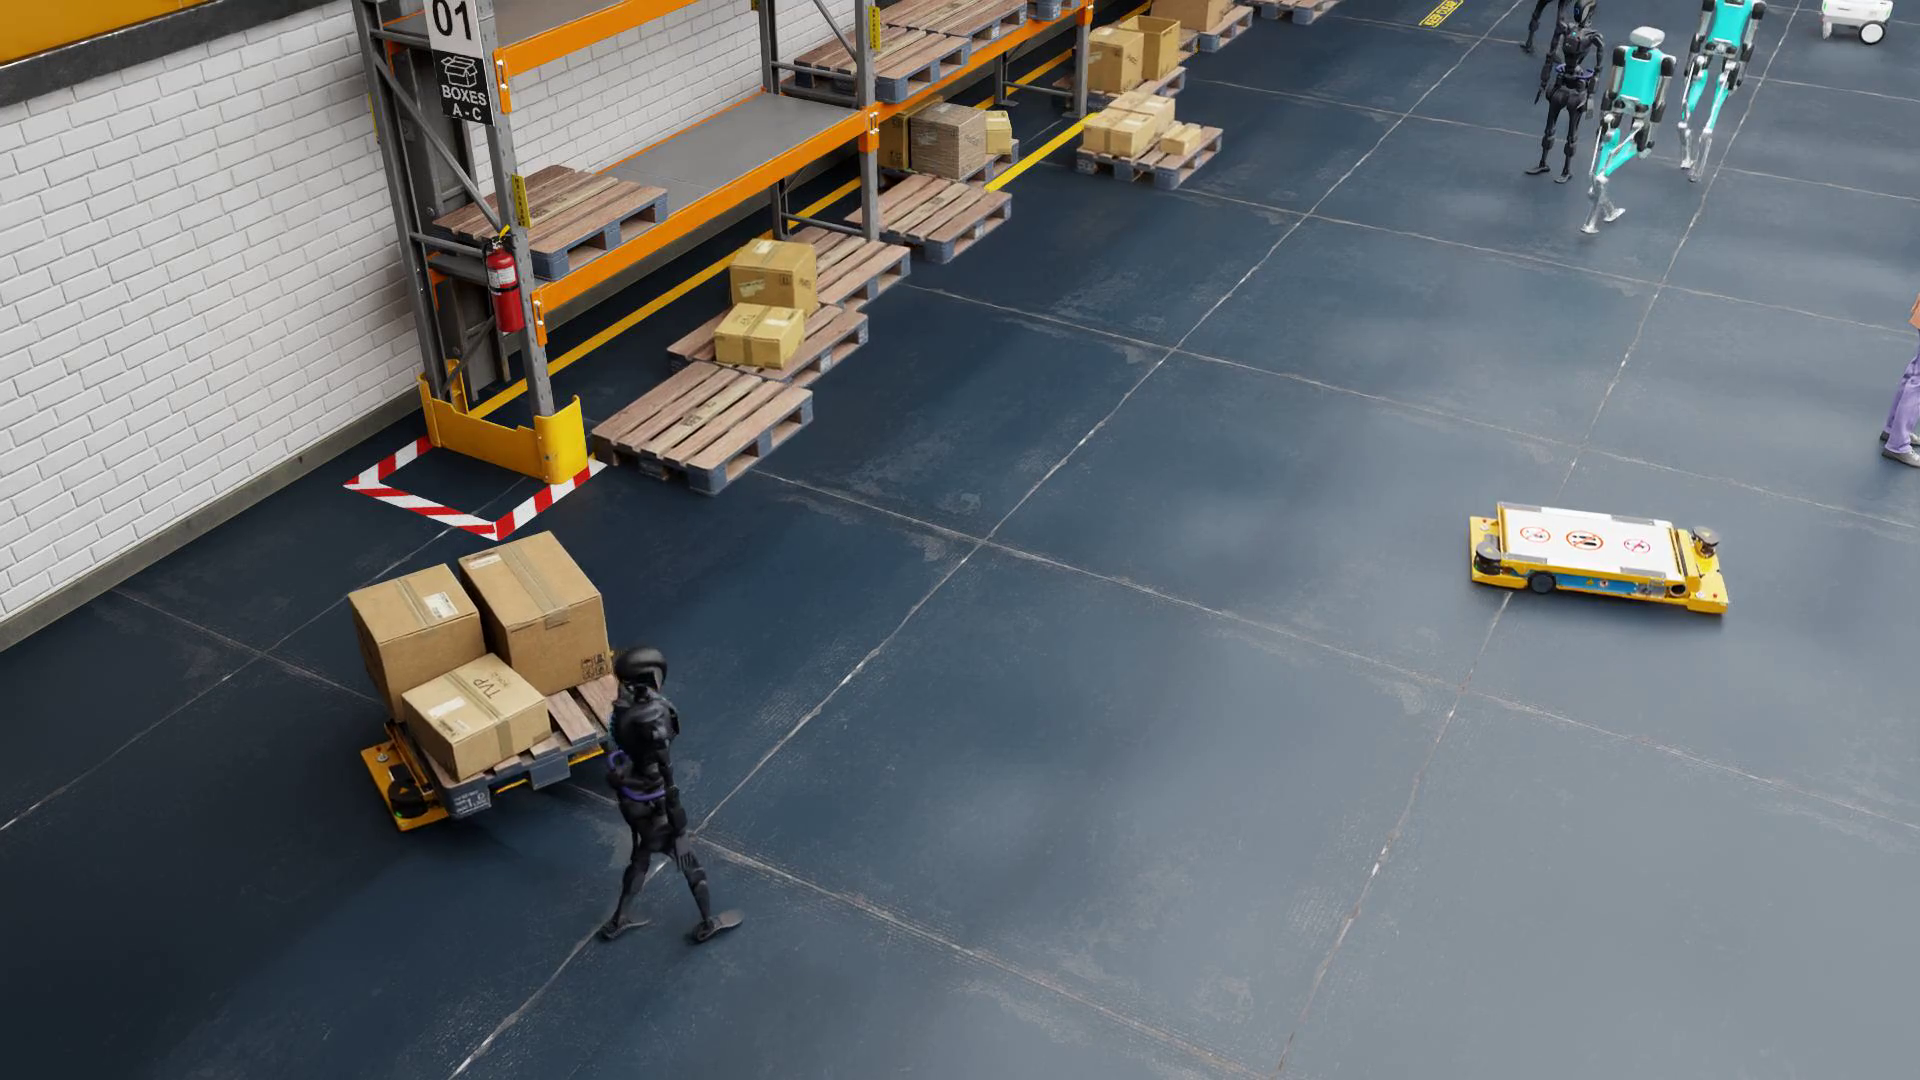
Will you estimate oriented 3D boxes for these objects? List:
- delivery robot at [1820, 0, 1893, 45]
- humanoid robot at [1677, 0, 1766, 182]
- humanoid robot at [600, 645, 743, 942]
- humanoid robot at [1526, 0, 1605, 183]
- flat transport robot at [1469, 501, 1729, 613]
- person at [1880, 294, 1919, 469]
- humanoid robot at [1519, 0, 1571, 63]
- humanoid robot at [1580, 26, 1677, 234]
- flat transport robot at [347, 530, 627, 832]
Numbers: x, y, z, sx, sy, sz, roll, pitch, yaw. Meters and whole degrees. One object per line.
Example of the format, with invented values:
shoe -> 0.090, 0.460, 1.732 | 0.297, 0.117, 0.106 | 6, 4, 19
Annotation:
delivery robot -> 10.208, -5.978, 18.929 | 0.761, 0.590, 0.518 | 17, 37, 23
humanoid robot -> 6.819, -4.118, 15.144 | 0.547, 1.881, 0.808 | 18, 37, 25
humanoid robot -> -1.334, 1.102, 7.232 | 0.611, 1.648, 0.606 | -18, 38, -25
humanoid robot -> 5.503, -4.063, 15.005 | 0.315, 1.657, 0.599 | -24, 40, -31
flat transport robot -> 3.819, 0.099, 9.999 | 1.431, 0.231, 0.659 | 7, 34, 11
person -> 6.368, -1.372, 10.794 | 0.388, 1.845, 0.565 | 15, 36, 21
humanoid robot -> 6.495, -6.095, 18.106 | 0.584, 1.633, 0.690 | -4, 34, -6
humanoid robot -> 5.460, -3.338, 13.901 | 1.026, 1.749, 0.545 | -28, 43, -36
flat transport robot -> -2.304, 1.006, 8.626 | 1.431, 0.231, 0.659 | -20, 38, -27
